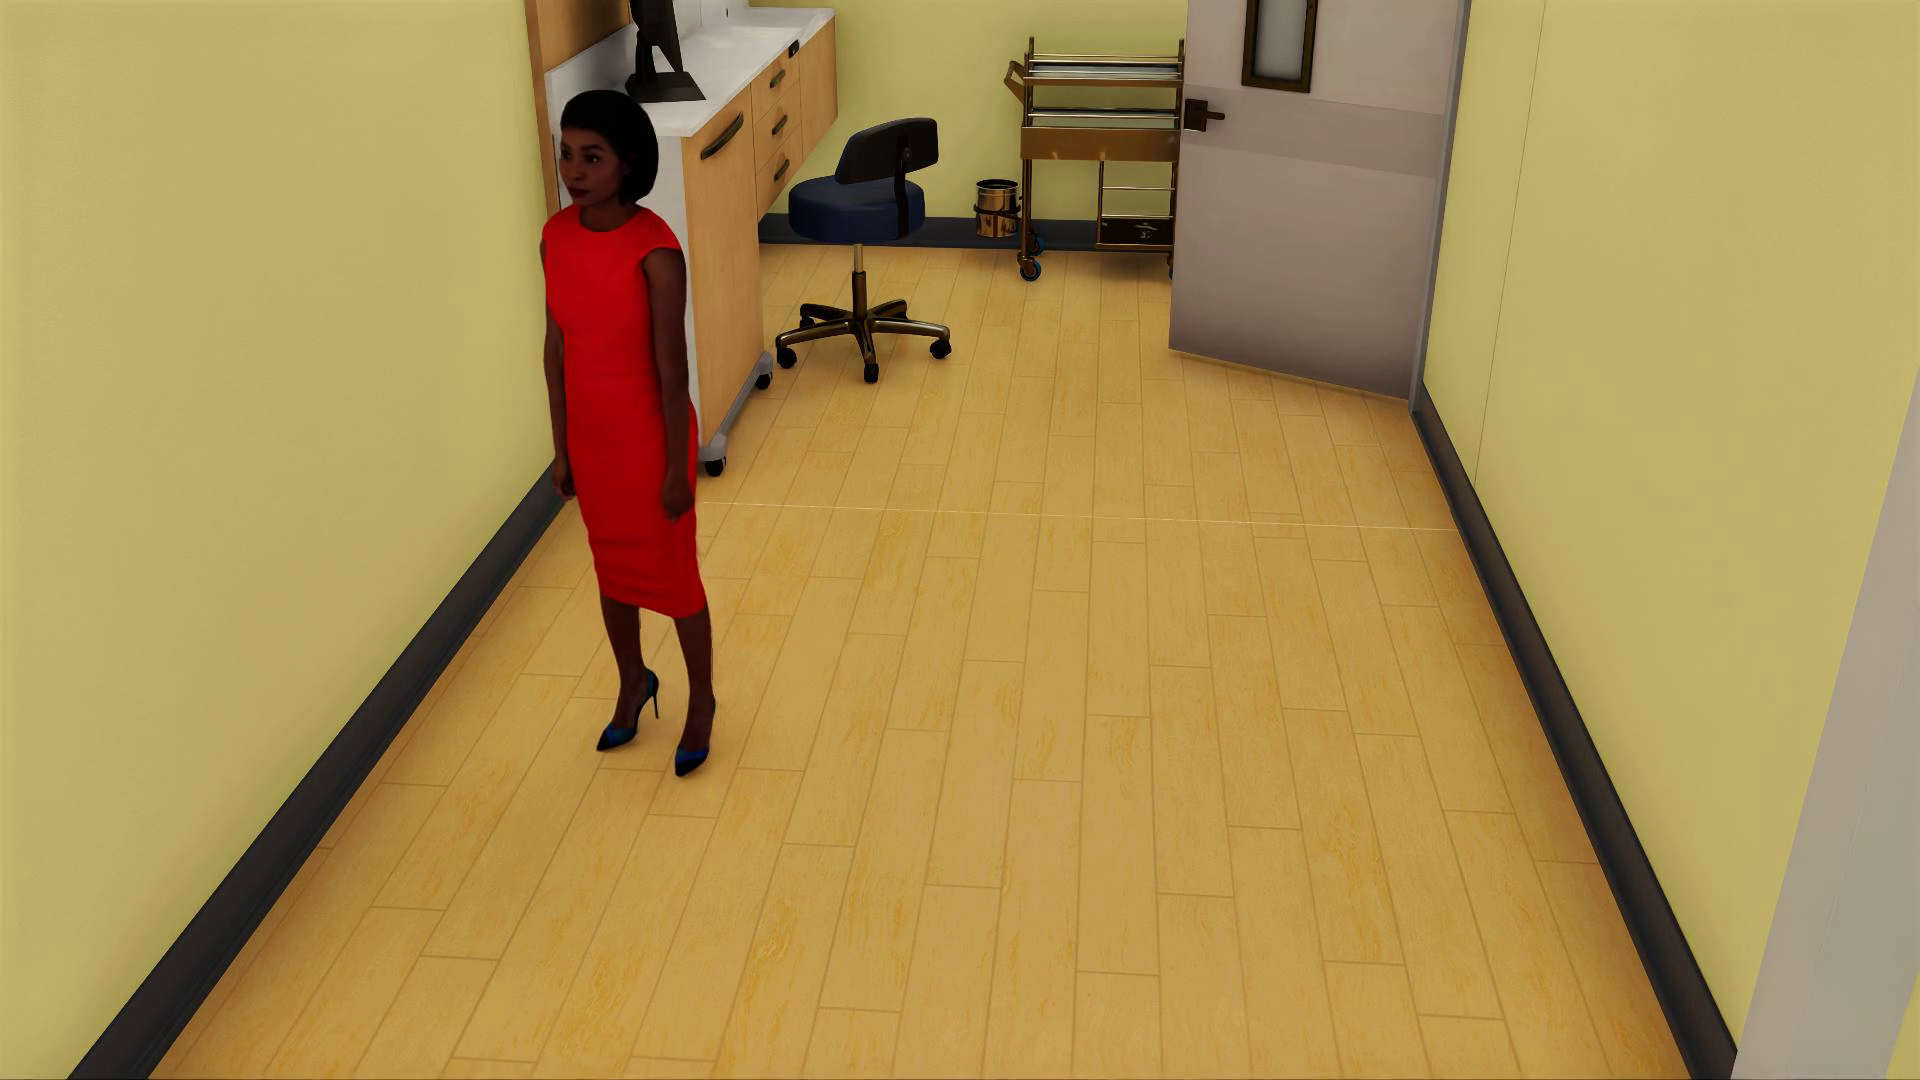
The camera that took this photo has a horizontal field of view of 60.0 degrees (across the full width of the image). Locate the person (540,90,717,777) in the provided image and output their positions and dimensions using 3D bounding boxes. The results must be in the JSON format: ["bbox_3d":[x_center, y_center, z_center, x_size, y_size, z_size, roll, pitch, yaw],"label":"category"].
[{"bbox_3d":[-0.802,-0.225,4.095,0.573,1.741,0.694,13,29,26],"label":"person"}]
